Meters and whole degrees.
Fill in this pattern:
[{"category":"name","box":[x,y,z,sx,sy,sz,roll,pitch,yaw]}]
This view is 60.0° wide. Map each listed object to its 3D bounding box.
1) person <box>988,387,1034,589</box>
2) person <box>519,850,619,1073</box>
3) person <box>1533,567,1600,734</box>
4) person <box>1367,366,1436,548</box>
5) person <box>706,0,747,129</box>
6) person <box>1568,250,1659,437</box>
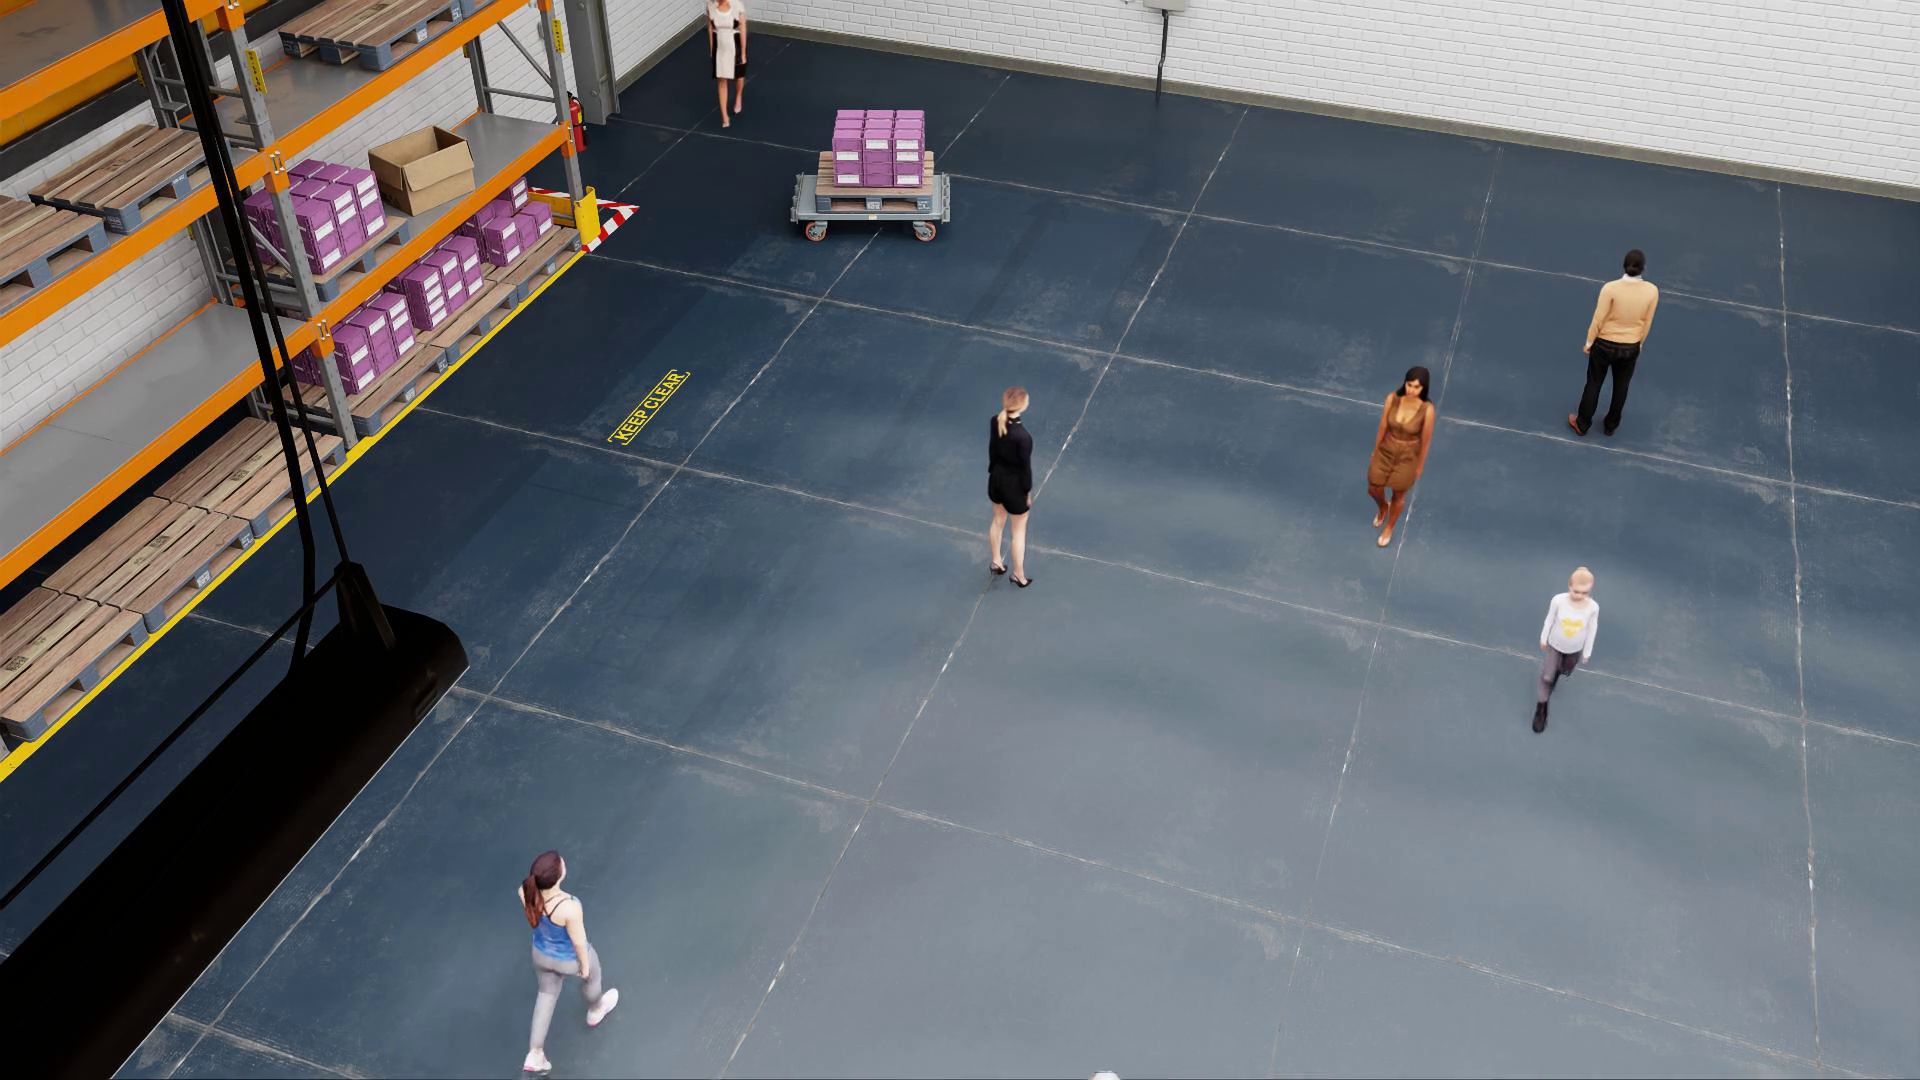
[{"category":"person","box":[0.380,-0.399,12.549,0.660,1.767,0.645,-30,48,-32]},{"category":"person","box":[-2.265,2.344,9.258,0.566,1.589,0.978,14,41,17]},{"category":"person","box":[4.221,0.690,11.593,0.526,1.259,0.868,10,40,12]},{"category":"person","box":[3.458,-0.684,12.979,0.656,1.676,0.704,23,44,26]},{"category":"person","box":[-2.640,-5.669,19.203,0.861,1.700,1.177,1,39,2]},{"category":"person","box":[5.579,-1.662,14.143,0.718,1.751,0.690,2,39,3]}]
